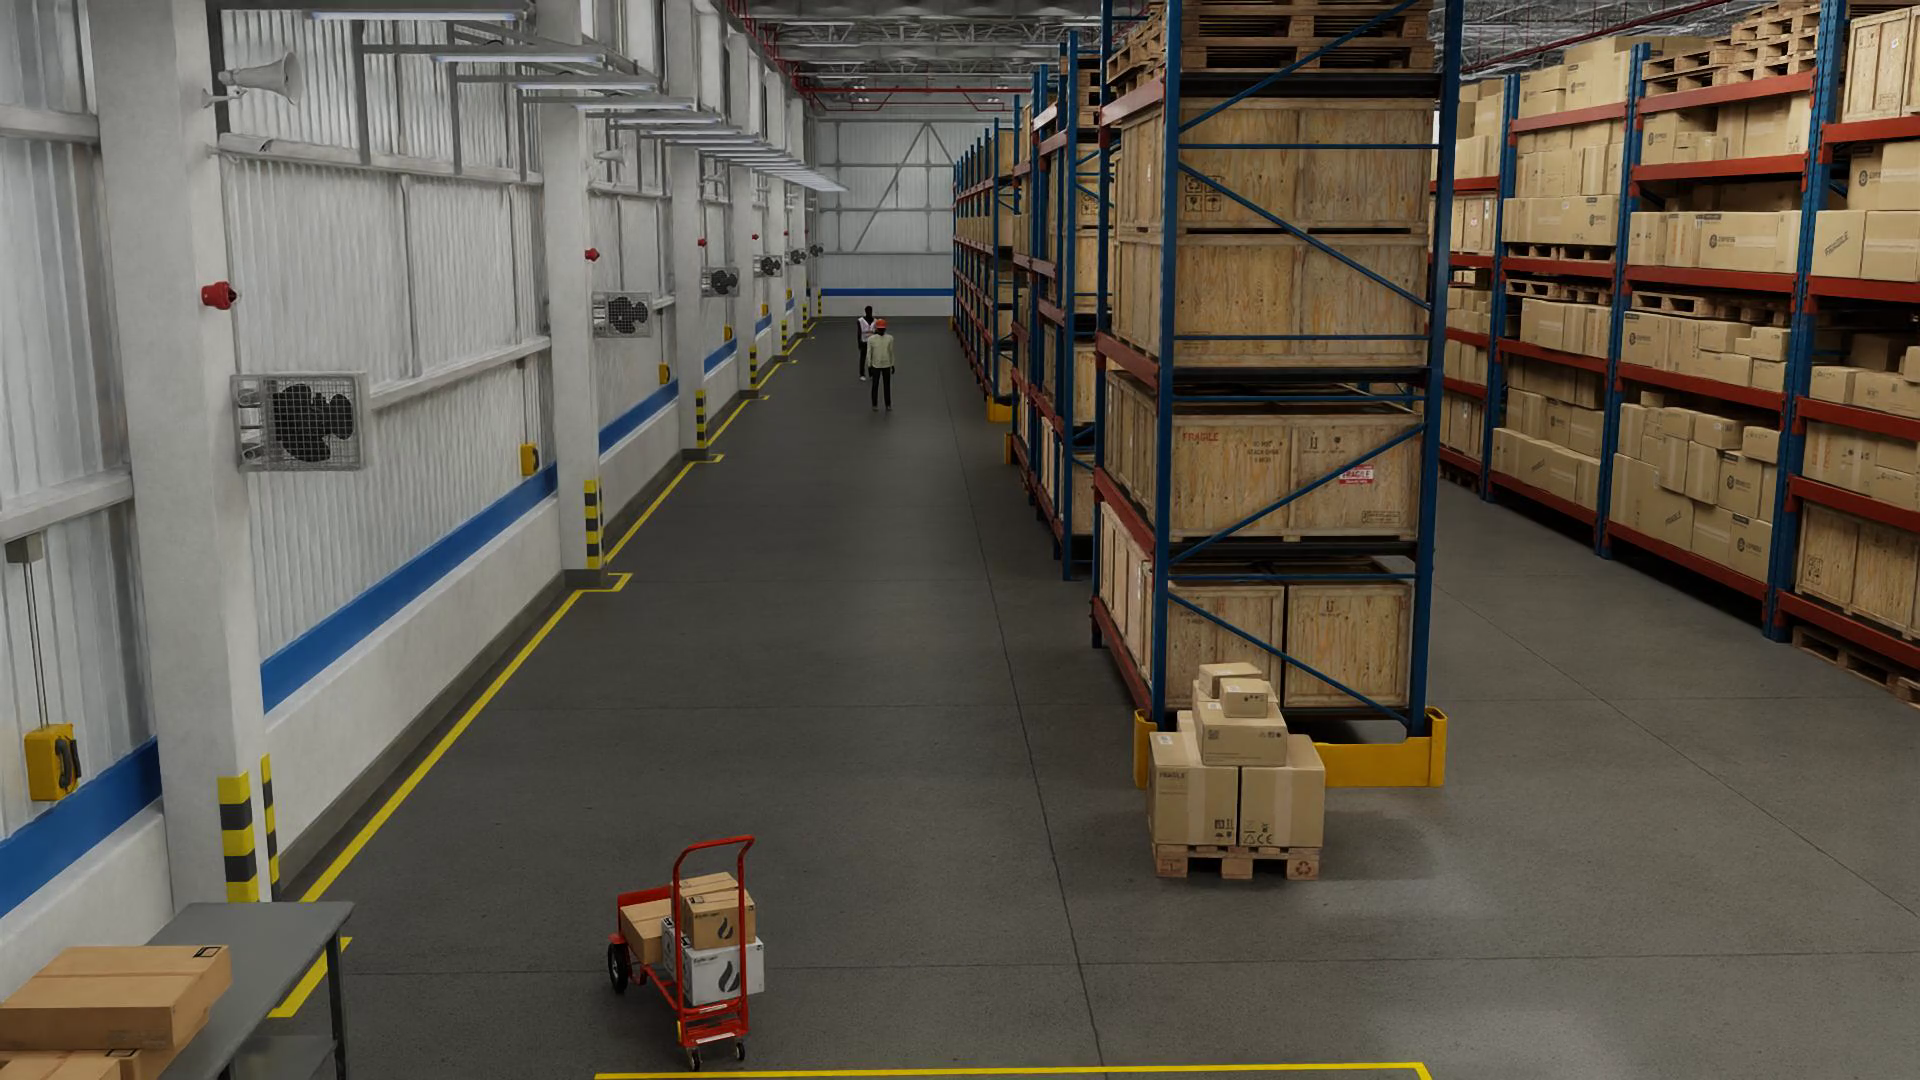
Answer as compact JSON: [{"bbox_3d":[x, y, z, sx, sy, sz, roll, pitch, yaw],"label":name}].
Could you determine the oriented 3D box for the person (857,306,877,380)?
[{"bbox_3d":[-2.360,-5.057,42.705,0.589,1.910,0.394,-6,12,-27],"label":"person"}]

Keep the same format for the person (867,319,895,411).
[{"bbox_3d":[-1.694,-3.752,35.706,0.614,1.988,0.405,-3,11,-15],"label":"person"}]
